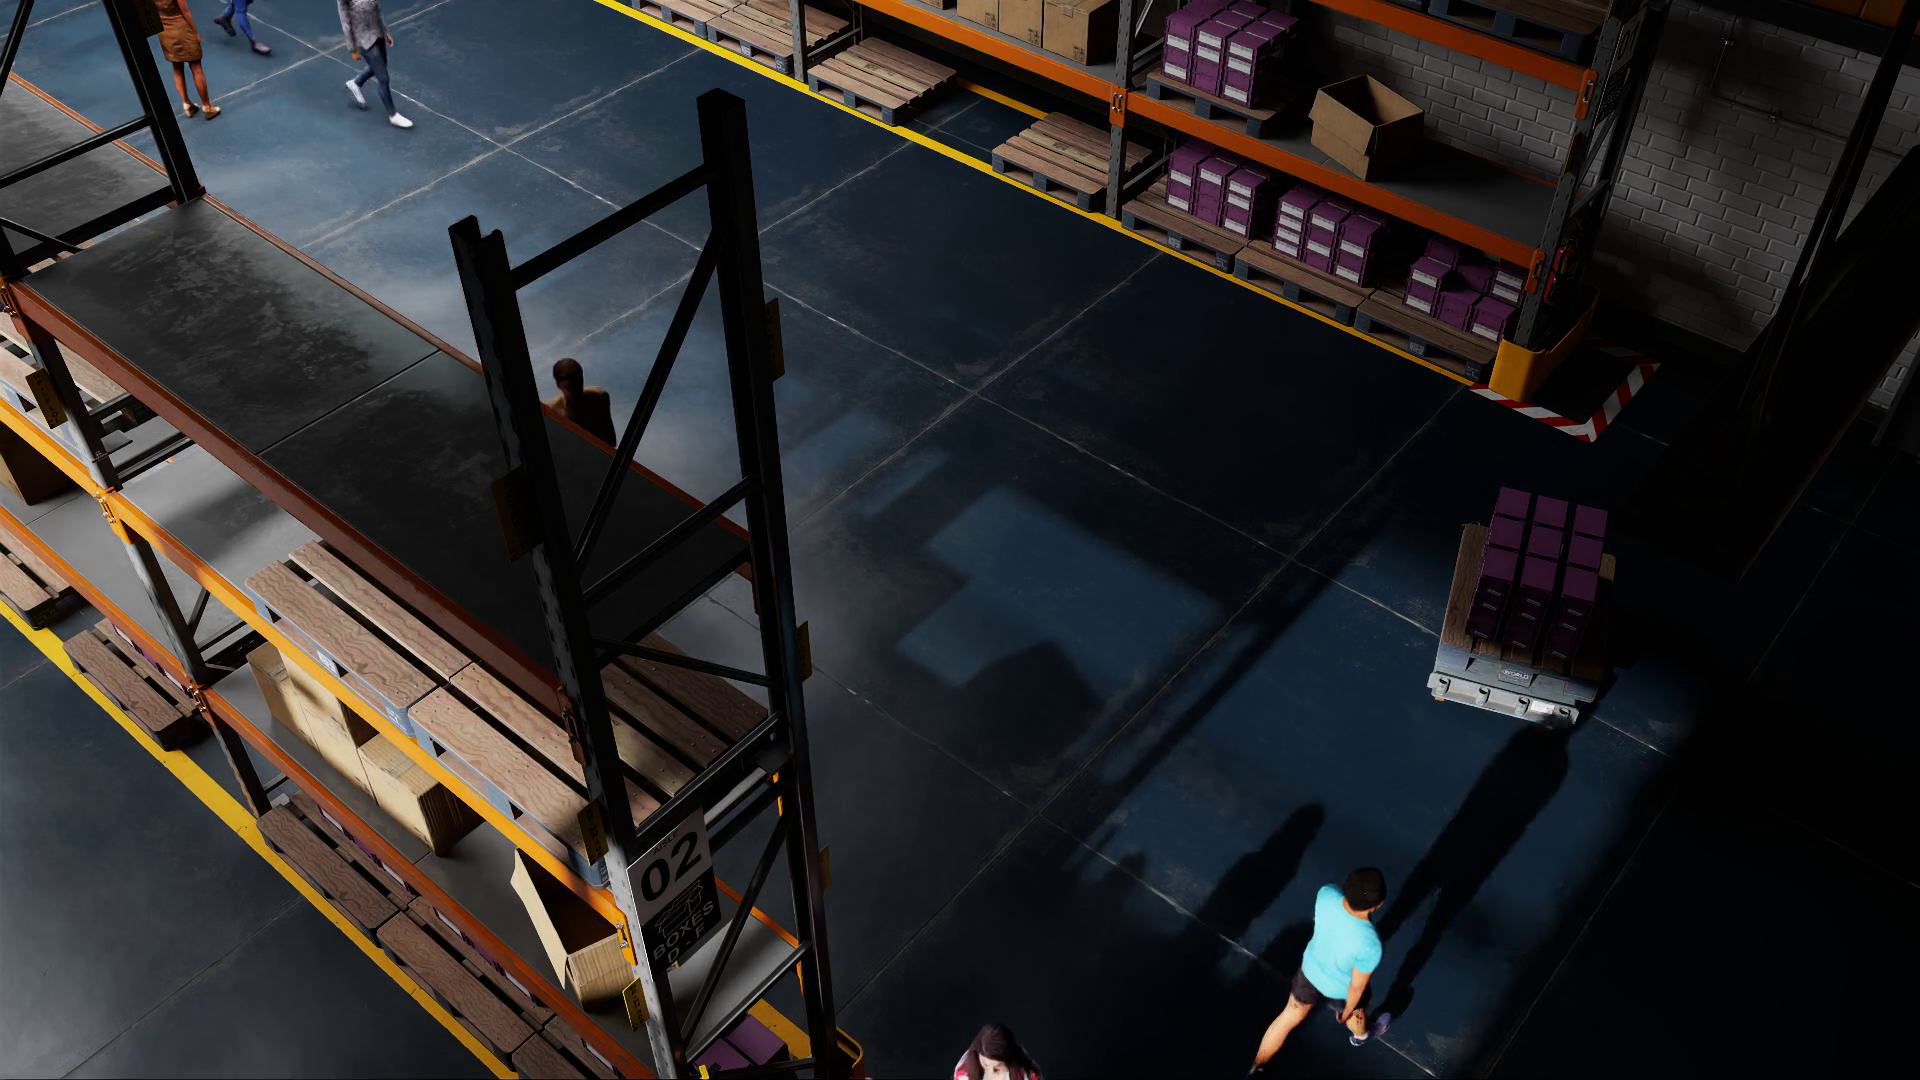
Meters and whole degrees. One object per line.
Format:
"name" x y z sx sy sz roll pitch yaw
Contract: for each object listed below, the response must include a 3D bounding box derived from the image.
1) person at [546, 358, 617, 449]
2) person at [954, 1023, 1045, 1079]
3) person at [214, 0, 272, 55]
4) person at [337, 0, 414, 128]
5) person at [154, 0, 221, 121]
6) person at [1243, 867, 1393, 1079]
"person" -2.622 -0.543 11.531 0.963 1.798 1.304 -22 48 -21
"person" 0.194 2.742 8.247 1.026 1.572 0.992 3 44 3
"person" -7.612 -5.845 17.192 1.006 1.666 0.821 13 45 13
"person" -5.801 -4.877 16.145 1.109 1.710 0.838 16 46 16
"person" -7.628 -4.925 16.214 0.592 1.683 0.697 8 44 8
"person" 1.839 2.300 8.600 0.931 1.725 1.189 -25 49 -24
